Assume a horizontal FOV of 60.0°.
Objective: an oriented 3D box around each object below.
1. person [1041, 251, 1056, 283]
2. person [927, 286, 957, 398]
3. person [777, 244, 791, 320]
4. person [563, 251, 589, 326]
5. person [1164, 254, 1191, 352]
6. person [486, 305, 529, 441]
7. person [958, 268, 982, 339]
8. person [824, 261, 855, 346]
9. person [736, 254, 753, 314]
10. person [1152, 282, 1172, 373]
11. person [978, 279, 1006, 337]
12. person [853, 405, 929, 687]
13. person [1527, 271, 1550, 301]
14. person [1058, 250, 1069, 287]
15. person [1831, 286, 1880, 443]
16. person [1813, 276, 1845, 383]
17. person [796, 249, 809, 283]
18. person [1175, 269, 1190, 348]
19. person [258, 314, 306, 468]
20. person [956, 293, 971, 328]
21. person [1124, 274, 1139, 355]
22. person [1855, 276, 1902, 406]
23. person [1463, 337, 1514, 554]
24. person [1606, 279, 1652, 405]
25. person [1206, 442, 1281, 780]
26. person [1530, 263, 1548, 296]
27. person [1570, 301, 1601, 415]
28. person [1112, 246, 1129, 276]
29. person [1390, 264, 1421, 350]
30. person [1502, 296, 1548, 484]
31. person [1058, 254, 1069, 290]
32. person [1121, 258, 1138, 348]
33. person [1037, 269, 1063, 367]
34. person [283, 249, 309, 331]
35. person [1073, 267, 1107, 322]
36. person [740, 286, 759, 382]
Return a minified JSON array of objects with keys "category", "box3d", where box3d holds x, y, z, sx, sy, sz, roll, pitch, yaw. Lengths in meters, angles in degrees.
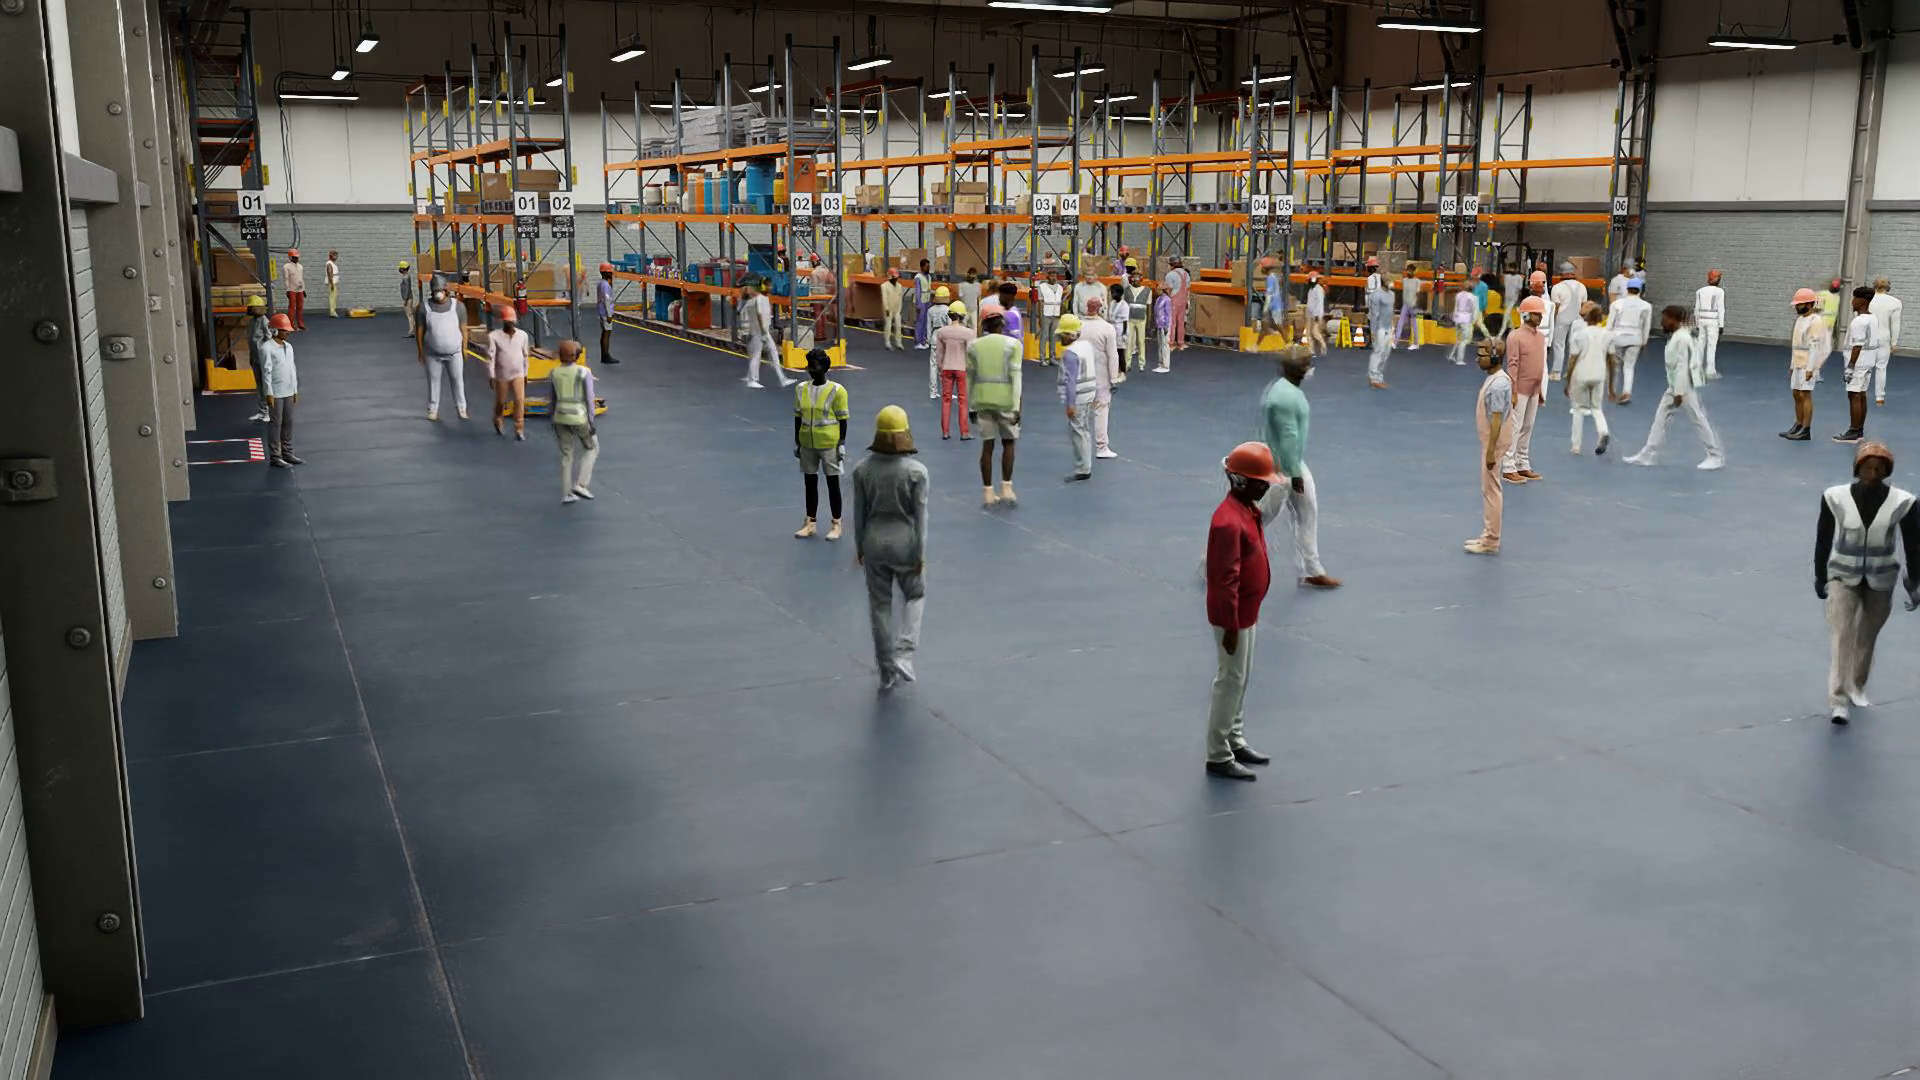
[{"category":"person","box3d":[2.906,-8.625,54.387,0.514,1.639,0.310,1,11,7]},{"category":"person","box3d":[-0.279,-3.069,25.886,0.492,1.742,0.315,8,13,34]},{"category":"person","box3d":[-4.796,-6.934,44.768,0.387,2.039,0.615,6,12,26]},{"category":"person","box3d":[-9.803,-6.443,42.642,0.618,1.885,0.943,1,11,6]},{"category":"person","box3d":[4.473,-4.963,34.753,0.686,2.000,0.535,-10,15,-42]},{"category":"person","box3d":[-5.798,-2.149,21.270,0.573,1.723,0.780,-7,13,-32]},{"category":"person","box3d":[0.193,-4.499,33.011,0.535,1.803,1.014,-3,11,-14]},{"category":"person","box3d":[-2.654,-5.183,36.383,0.674,1.853,0.960,-7,13,-32]},{"category":"person","box3d":[-6.110,-7.297,47.449,0.531,1.715,0.707,2,11,10]},{"category":"person","box3d":[3.678,-3.845,30.120,0.314,1.634,0.515,-2,11,-12]},{"category":"person","box3d":[0.563,-3.377,27.315,0.523,1.805,0.947,0,11,0]},{"category":"person","box3d":[-0.412,0.043,10.103,0.490,1.730,0.360,2,11,12]},{"category":"person","box3d":[9.389,-3.415,27.149,0.355,1.938,0.545,8,14,37]},{"category":"person","box3d":[3.445,-8.845,55.519,0.500,1.633,0.281,-11,15,-44]},{"category":"person","box3d":[11.293,-2.204,20.921,0.365,1.965,0.608,11,15,43]},{"category":"person","box3d":[14.769,-3.587,28.358,0.647,1.800,0.513,-9,14,-38]},{"category":"person","box3d":[-5.017,-8.273,52.351,0.574,1.738,0.352,-3,12,-16]},{"category":"person","box3d":[4.749,-4.934,35.510,0.319,1.689,0.539,-2,11,-11]},{"category":"person","box3d":[-7.714,-1.700,18.941,0.352,1.741,0.568,2,11,12]},{"category":"person","box3d":[0.150,-6.297,41.821,0.585,1.929,0.375,-6,12,-26]},{"category":"person","box3d":[3.545,-4.589,33.884,0.515,1.636,0.315,-11,15,-43]},{"category":"person","box3d":[13.749,-2.983,24.990,0.625,1.930,0.380,9,14,38]},{"category":"person","box3d":[4.494,-0.793,14.088,0.348,1.839,0.504,3,12,15]},{"category":"person","box3d":[10.054,-2.989,25.117,0.670,1.896,0.837,4,12,18]},{"category":"person","box3d":[1.441,0.356,8.497,0.355,1.737,0.578,4,12,19]},{"category":"person","box3d":[11.414,-4.506,32.830,0.340,1.882,0.585,10,15,40]},{"category":"person","box3d":[8.947,-2.598,23.772,0.279,1.634,0.499,-7,13,-33]},{"category":"person","box3d":[4.180,-6.488,42.499,0.607,2.044,0.378,4,12,18]},{"category":"person","box3d":[9.398,-4.874,34.894,1.003,1.808,0.543,-9,14,-37]},{"category":"person","box3d":[6.067,-1.613,17.840,0.612,1.997,0.376,-10,15,-40]},{"category":"person","box3d":[2.881,-7.023,45.965,0.367,1.759,0.524,1,11,3]},{"category":"person","box3d":[3.579,-5.014,35.295,0.360,1.930,0.587,3,11,13]},{"category":"person","box3d":[1.691,-4.175,31.269,0.563,1.837,0.389,-8,14,-35]},{"category":"person","box3d":[-16.287,-6.126,40.782,0.388,1.992,0.622,4,12,21]},{"category":"person","box3d":[2.469,-4.229,31.449,0.627,1.870,0.848,4,12,19]},{"category":"person","box3d":[-3.591,-3.518,28.442,0.315,1.636,0.515,-3,11,-13]}]
